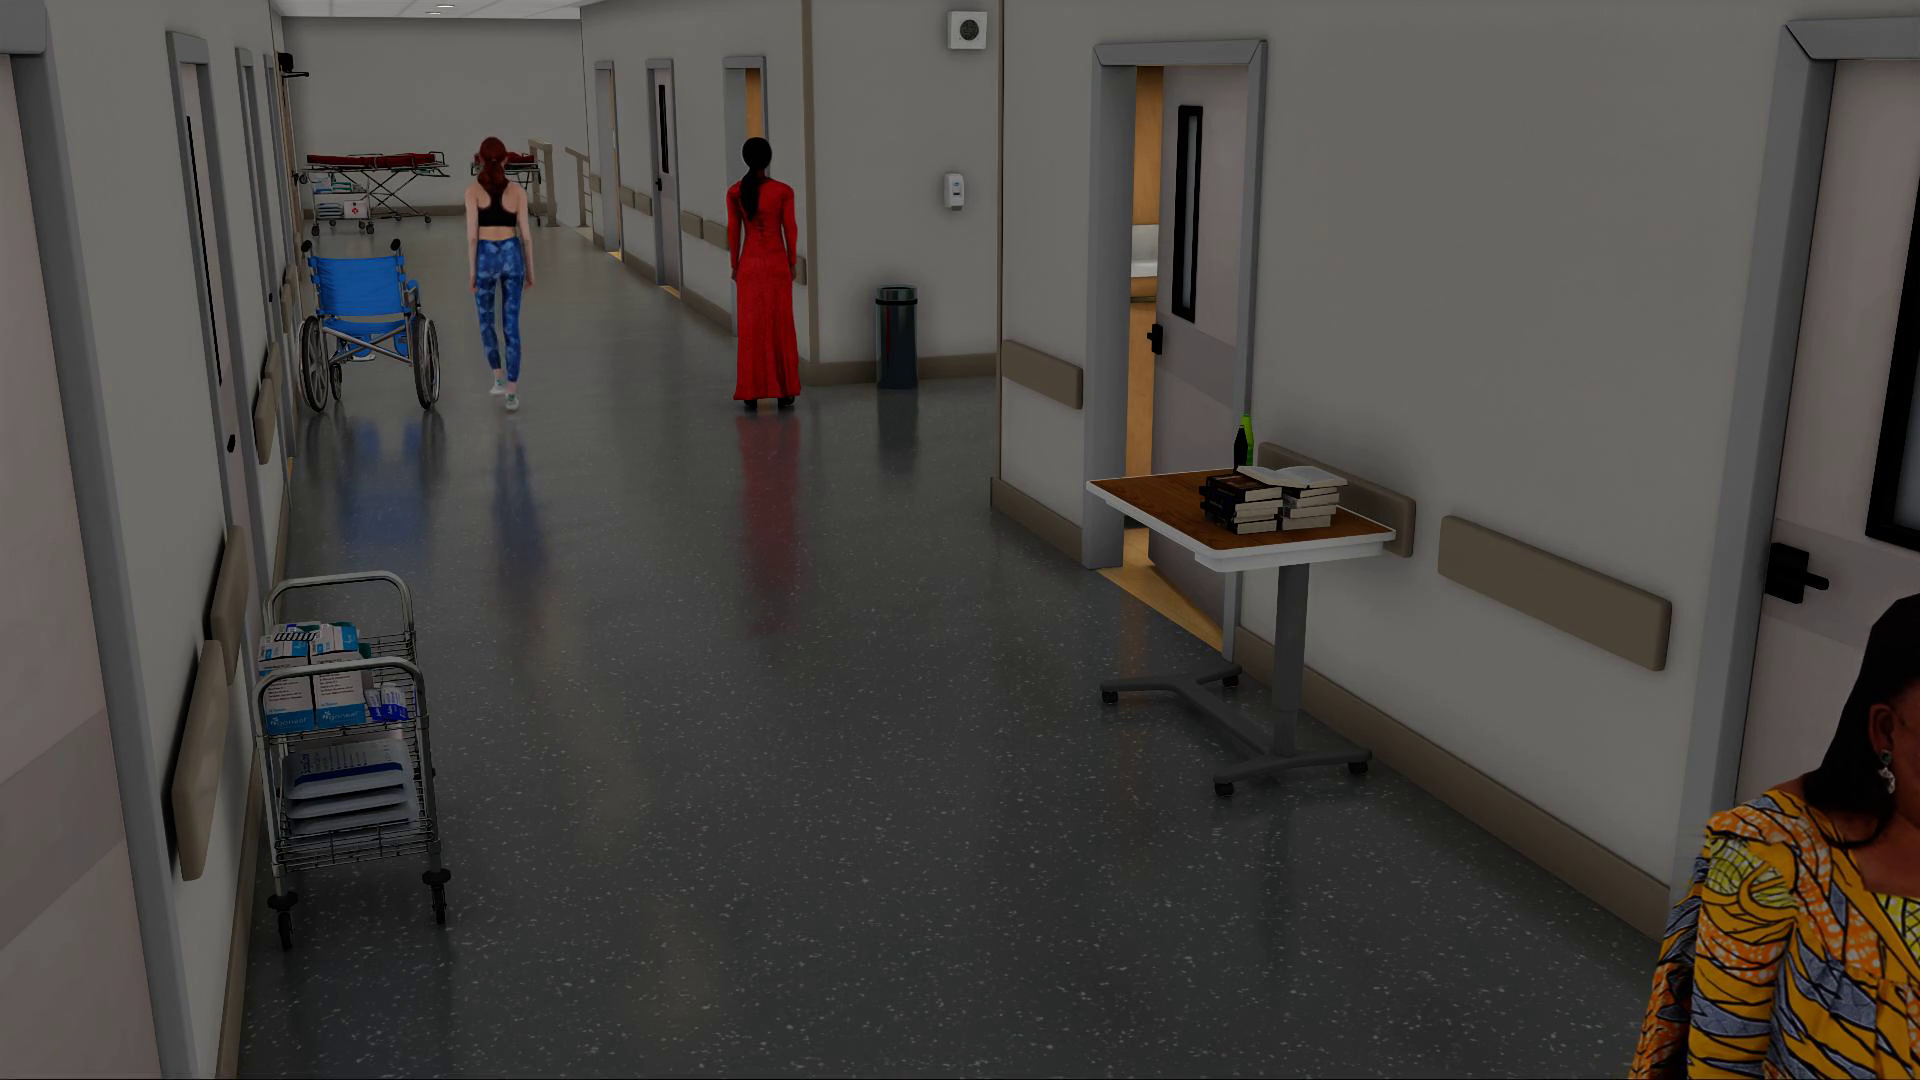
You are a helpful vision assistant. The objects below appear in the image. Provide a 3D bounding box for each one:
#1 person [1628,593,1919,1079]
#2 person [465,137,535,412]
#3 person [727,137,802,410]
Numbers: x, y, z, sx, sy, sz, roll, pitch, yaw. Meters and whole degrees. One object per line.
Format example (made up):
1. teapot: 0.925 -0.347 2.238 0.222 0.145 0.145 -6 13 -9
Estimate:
1. person: 1.114 0.838 2.072 0.771 1.652 0.809 -2 16 -8
2. person: -3.023 -1.727 10.947 0.573 1.772 0.644 -5 17 -19
3. person: -1.313 -1.768 11.071 0.680 1.784 0.672 -1 16 -3
